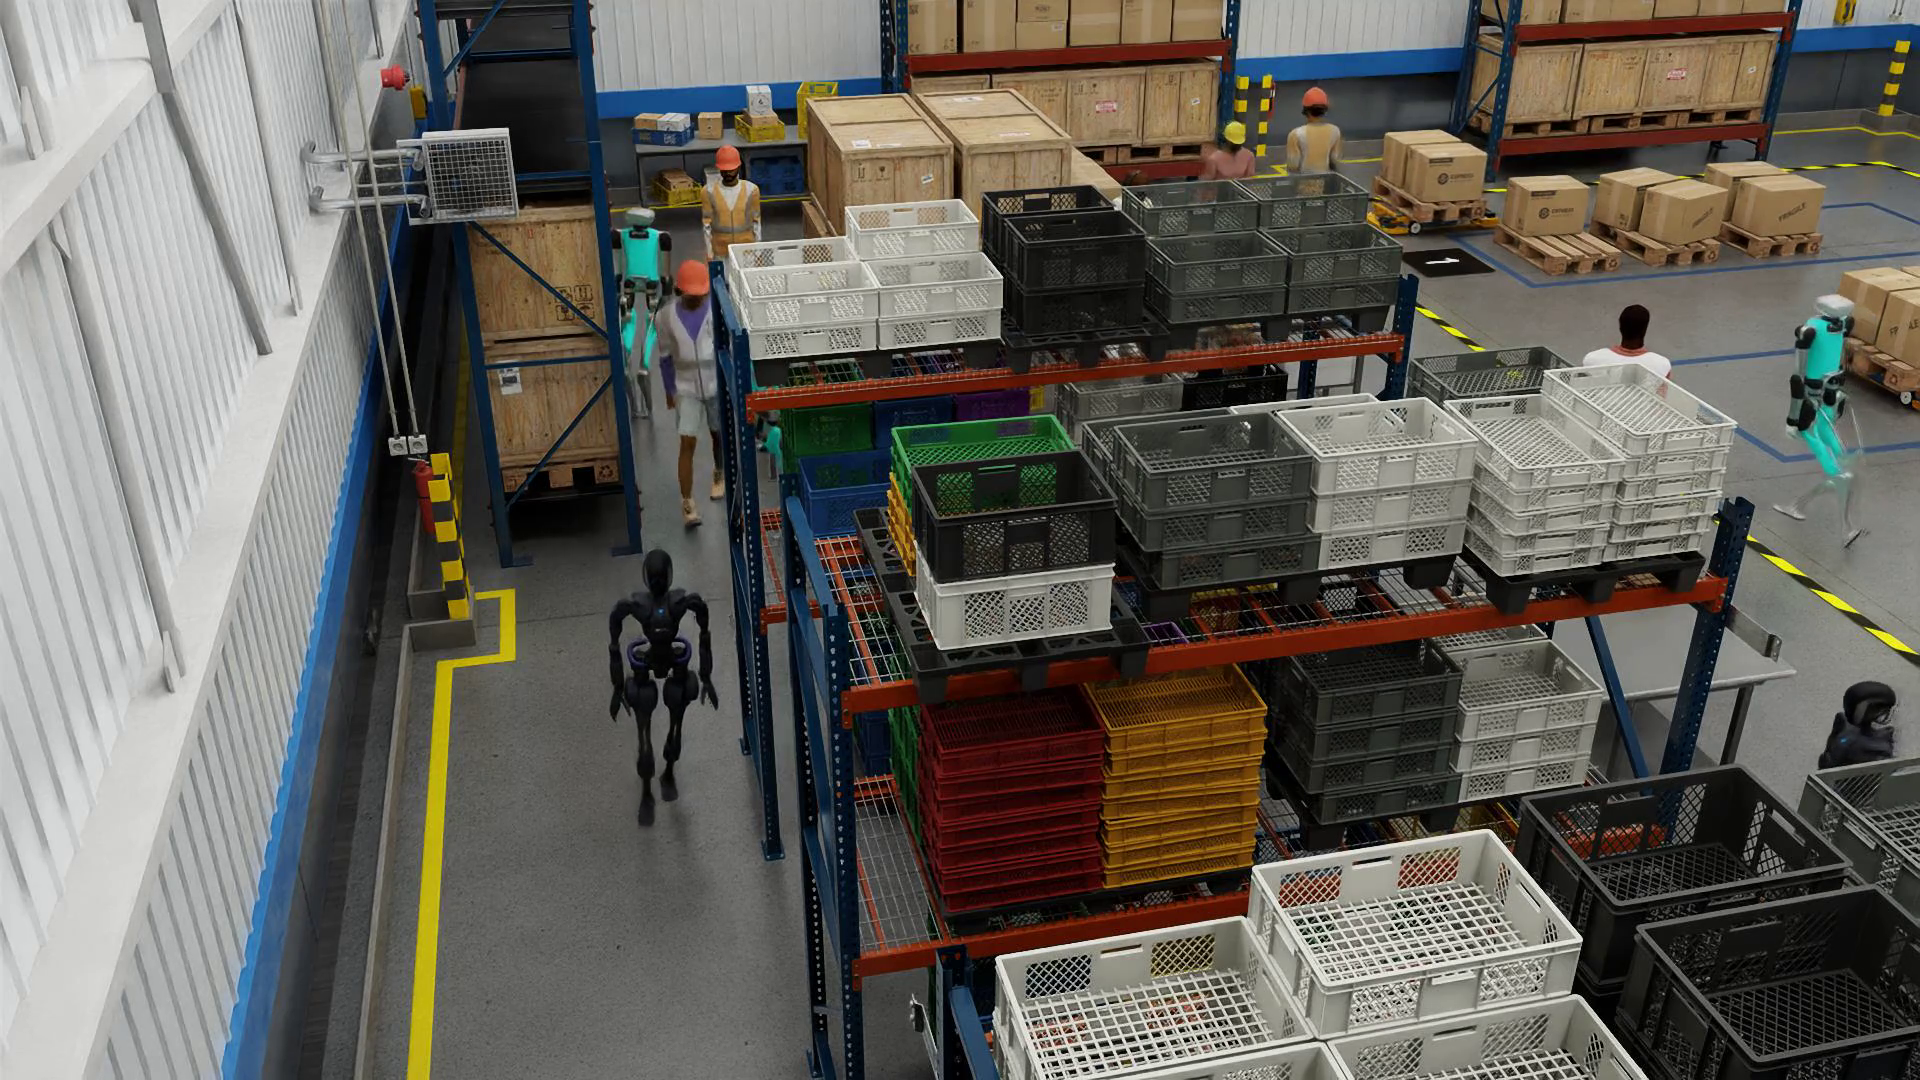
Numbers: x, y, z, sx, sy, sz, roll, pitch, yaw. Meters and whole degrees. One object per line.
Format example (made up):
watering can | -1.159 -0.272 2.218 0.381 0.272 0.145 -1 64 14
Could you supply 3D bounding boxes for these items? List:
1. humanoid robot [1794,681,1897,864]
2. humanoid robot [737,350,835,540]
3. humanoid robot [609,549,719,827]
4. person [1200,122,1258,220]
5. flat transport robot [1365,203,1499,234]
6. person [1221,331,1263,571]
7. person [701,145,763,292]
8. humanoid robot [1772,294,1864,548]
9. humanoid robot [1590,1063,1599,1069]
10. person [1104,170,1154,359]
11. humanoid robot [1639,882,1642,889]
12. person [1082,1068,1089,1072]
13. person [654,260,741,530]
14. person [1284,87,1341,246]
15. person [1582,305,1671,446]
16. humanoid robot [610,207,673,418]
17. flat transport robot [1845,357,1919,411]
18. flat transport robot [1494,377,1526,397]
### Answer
humanoid robot | 4.223 1.391 7.904 0.369 1.632 0.589 0 28 0
humanoid robot | -1.186 -0.790 11.923 0.720 1.748 0.530 -23 35 -37
humanoid robot | -1.627 0.772 9.082 0.593 1.642 0.533 -8 29 -14
person | 2.754 -3.388 16.909 0.529 1.728 0.783 -10 29 -19
flat transport robot | 5.393 -3.751 19.134 1.431 0.197 0.652 -6 28 -12
person | 1.830 -0.617 11.592 1.023 1.777 0.512 11 30 19
person | -2.087 -2.681 15.342 0.542 1.939 0.366 -5 28 -9
humanoid robot | 6.422 -0.813 12.062 0.549 1.807 0.910 -14 31 -25
humanoid robot | 2.424 2.165 6.374 0.779 1.776 0.535 -3 28 -6
person | 1.525 -2.415 14.948 0.429 1.839 0.622 22 35 35
humanoid robot | 2.224 1.950 6.628 0.735 1.677 0.533 9 29 16
person | 0.326 2.441 5.714 0.508 1.863 0.332 -20 34 -32
person | -1.910 -1.084 12.270 0.620 1.982 1.026 -3 28 -5
person | 3.611 -3.611 17.053 0.614 2.000 1.018 -7 29 -14
person | 4.566 -0.710 11.631 0.588 1.915 0.399 7 29 14
humanoid robot | -2.688 -1.823 13.978 0.546 1.807 0.789 1 28 1
flat transport robot | 8.473 -1.467 14.800 0.652 0.197 1.431 -6 28 -12
flat transport robot | 4.780 -1.036 14.013 0.659 0.231 1.431 -6 28 -12
